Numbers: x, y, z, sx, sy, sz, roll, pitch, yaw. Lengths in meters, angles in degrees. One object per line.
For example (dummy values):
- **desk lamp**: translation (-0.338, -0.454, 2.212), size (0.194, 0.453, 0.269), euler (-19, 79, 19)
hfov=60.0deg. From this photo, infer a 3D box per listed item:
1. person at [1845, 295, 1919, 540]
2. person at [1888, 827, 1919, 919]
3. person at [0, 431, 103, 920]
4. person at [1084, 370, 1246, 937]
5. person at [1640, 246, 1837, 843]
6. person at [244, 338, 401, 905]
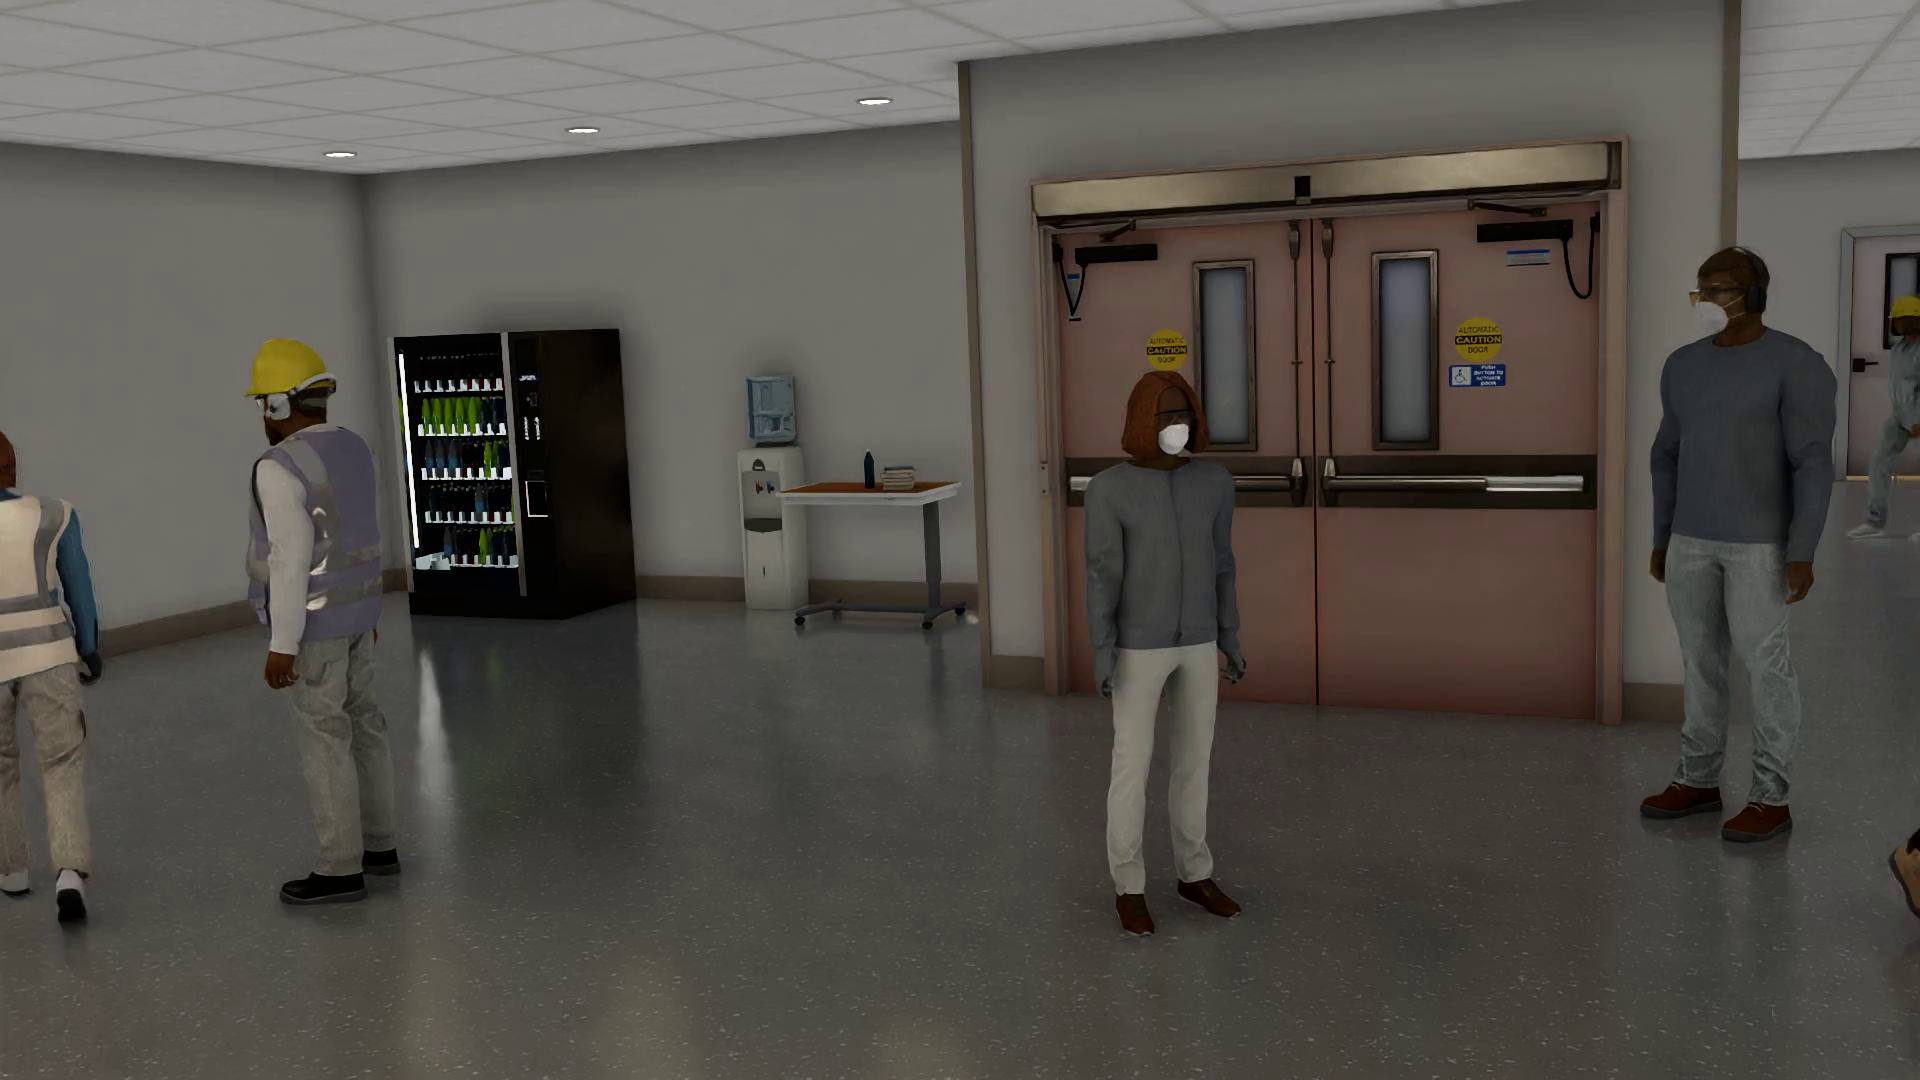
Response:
- **person**: translation (6.581, -0.837, 11.629), size (0.744, 1.717, 0.494), euler (-4, 8, -10)
- **person**: translation (2.727, 0.302, 4.242), size (0.535, 1.670, 0.769), euler (-3, 7, -6)
- **person**: translation (-3.047, 0.417, 5.356), size (0.523, 1.606, 0.758), euler (-6, 8, -29)
- **person**: translation (0.606, 0.322, 4.870), size (0.507, 1.633, 0.278), euler (-6, 8, -24)
- **person**: translation (2.548, 0.011, 5.497), size (0.364, 1.939, 0.636), euler (-6, 8, -27)
- **person**: translation (-2.089, 0.262, 5.419), size (0.404, 1.827, 0.600), euler (-1, 7, 9)
